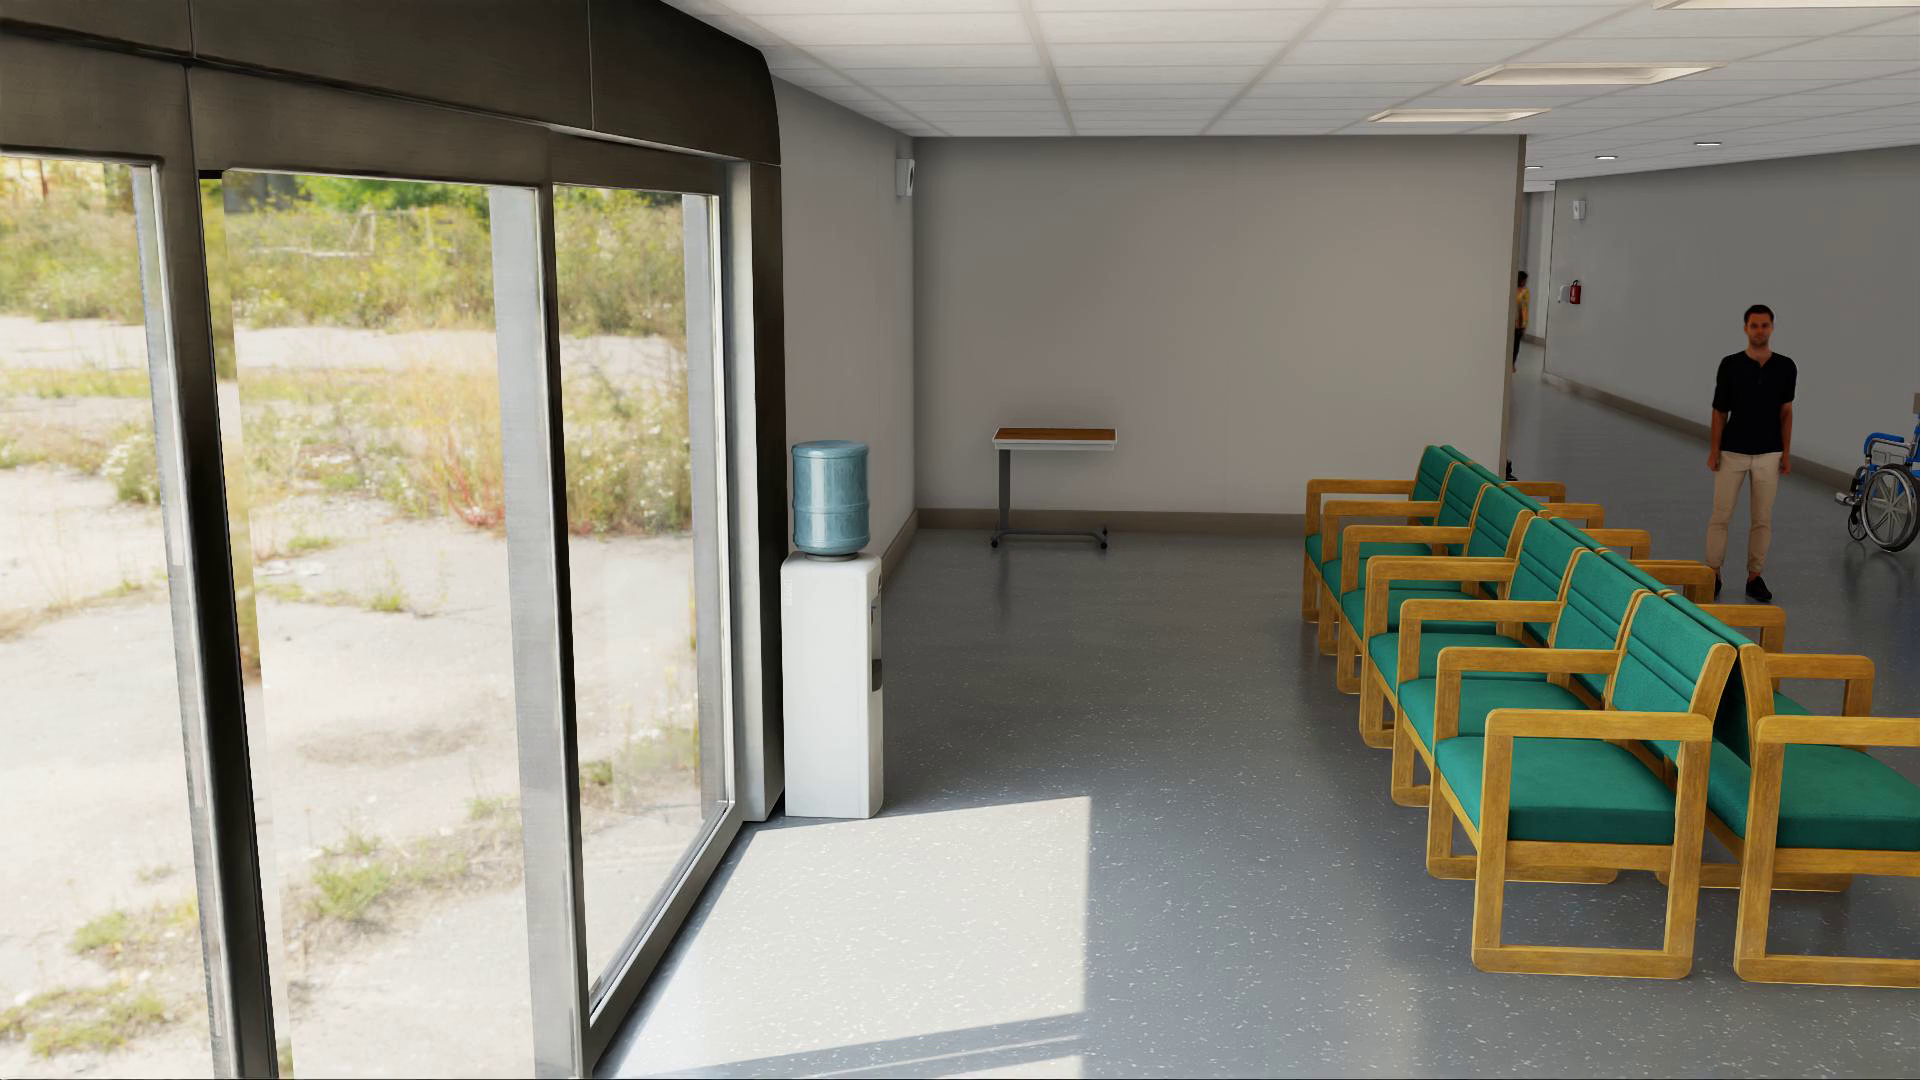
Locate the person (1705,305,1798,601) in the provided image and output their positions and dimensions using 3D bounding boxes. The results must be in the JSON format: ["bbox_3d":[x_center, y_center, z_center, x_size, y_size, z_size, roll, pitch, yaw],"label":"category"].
[{"bbox_3d":[4.984,-0.557,10.508,0.513,1.859,0.725,3,11,14],"label":"person"}]
